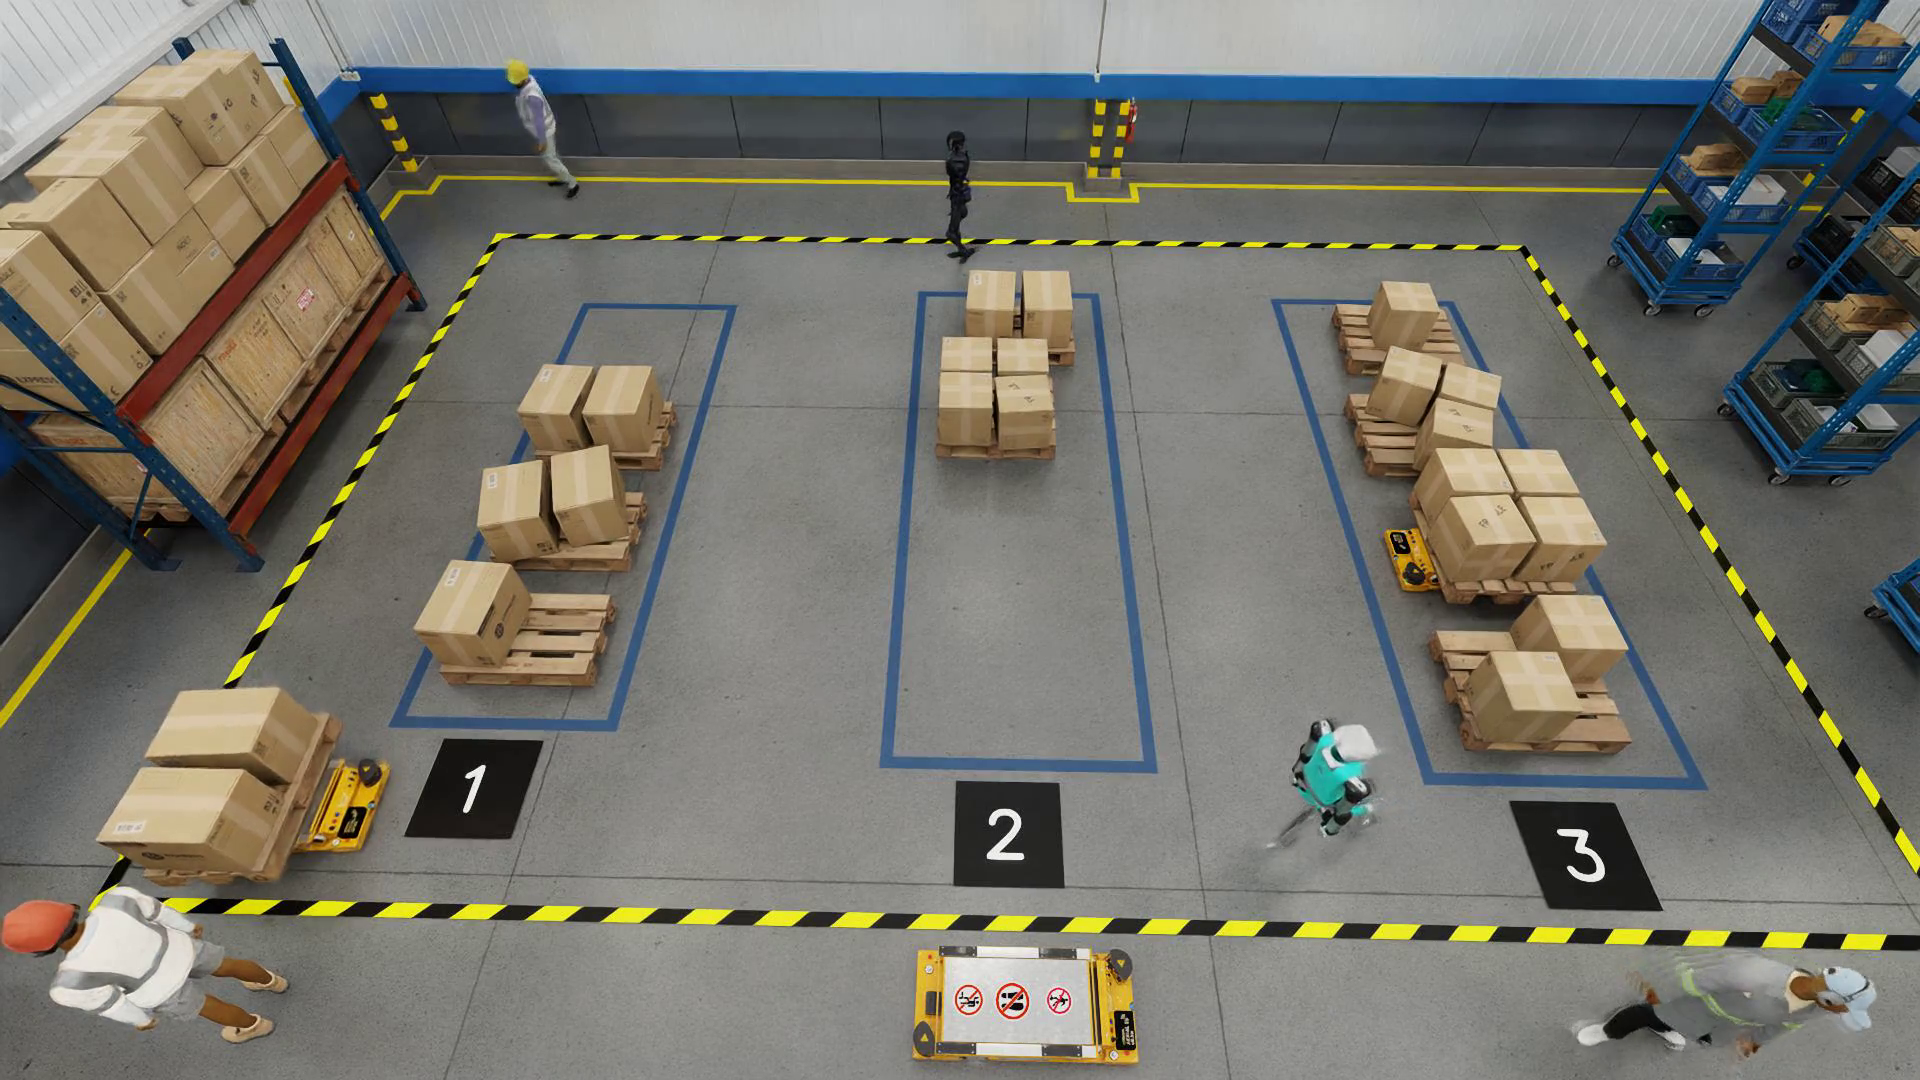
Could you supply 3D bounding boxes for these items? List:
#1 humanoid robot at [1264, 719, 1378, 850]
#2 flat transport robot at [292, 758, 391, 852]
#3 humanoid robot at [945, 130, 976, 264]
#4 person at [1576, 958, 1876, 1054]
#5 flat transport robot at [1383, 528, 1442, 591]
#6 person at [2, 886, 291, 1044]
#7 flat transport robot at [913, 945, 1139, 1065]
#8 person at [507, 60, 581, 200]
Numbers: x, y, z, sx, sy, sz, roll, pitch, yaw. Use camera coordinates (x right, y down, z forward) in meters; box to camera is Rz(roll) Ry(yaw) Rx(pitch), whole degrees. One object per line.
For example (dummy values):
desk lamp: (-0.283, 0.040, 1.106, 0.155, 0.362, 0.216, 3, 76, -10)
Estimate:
humanoid robot: (2.676, 1.667, 6.201, 0.968, 1.772, 0.538, -13, 52, -10)
flat transport robot: (-5.128, 1.996, 6.841, 1.431, 0.197, 0.652, -2, 51, -2)
humanoid robot: (-0.026, -4.066, 10.890, 0.353, 1.642, 0.612, -6, 51, -5)
person: (4.338, 2.711, 5.287, 0.678, 1.809, 0.370, 11, 52, 9)
flat transport robot: (4.689, 0.155, 8.342, 1.431, 0.197, 0.652, 1, 51, 1)
person: (-4.647, 2.493, 5.308, 0.366, 2.048, 0.604, -1, 51, -1)
flat transport robot: (0.422, 3.041, 6.007, 1.431, 0.231, 0.659, 1, 51, 1)
person: (-5.410, -5.314, 11.841, 0.418, 1.793, 0.654, -21, 54, -16)
